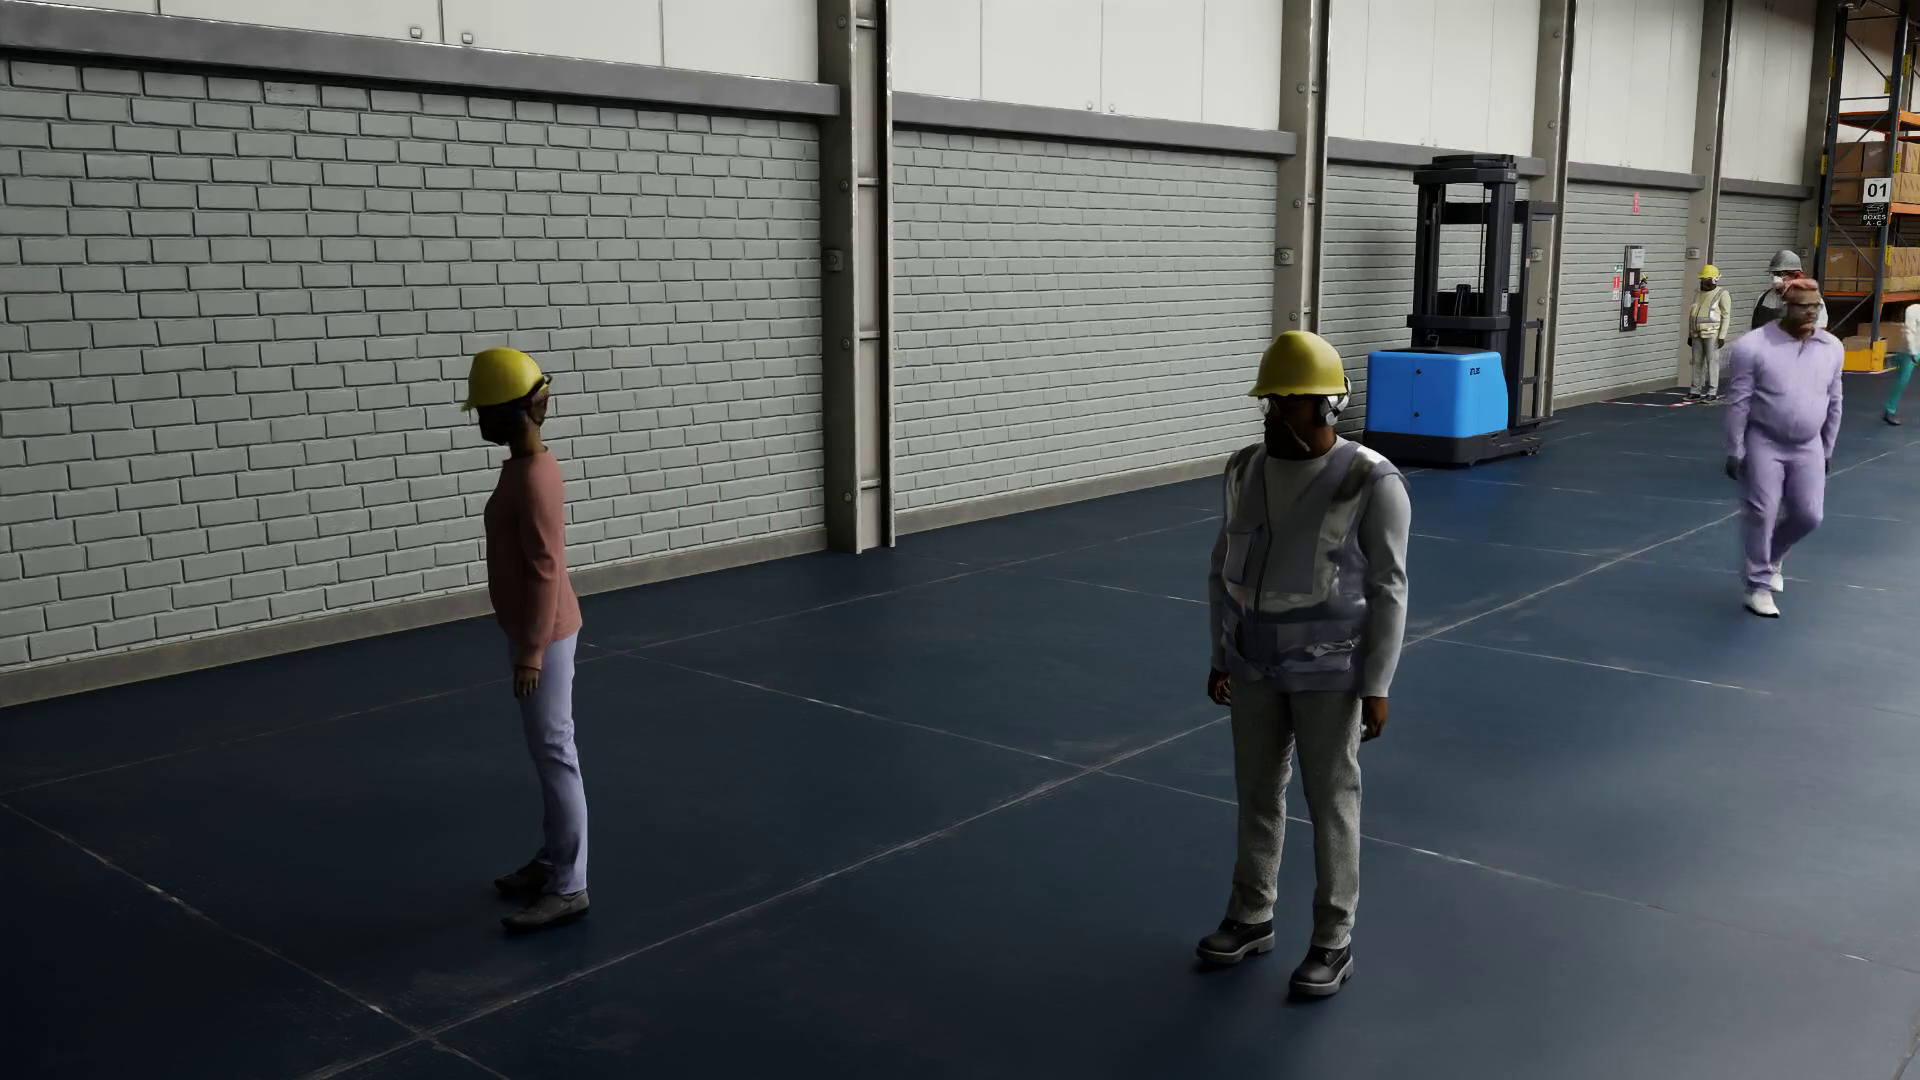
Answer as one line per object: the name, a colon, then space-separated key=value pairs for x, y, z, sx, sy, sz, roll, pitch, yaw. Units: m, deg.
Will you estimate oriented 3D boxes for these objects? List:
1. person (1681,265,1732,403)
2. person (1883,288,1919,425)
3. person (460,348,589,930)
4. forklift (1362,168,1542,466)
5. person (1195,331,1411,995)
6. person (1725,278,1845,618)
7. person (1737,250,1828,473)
person: x=9.961 y=-2.750 z=22.212 sx=0.404 sy=1.829 sz=0.600 roll=-4 pitch=11 yaw=-24
person: x=11.065 y=-2.162 z=19.187 sx=0.529 sy=1.727 sz=0.895 roll=-1 pitch=10 yaw=-6
person: x=-1.323 y=0.296 z=5.082 sx=0.328 sy=1.760 sz=0.523 roll=-3 pitch=10 yaw=-16
forklift: x=4.875 y=-2.212 z=16.287 sx=1.129 sy=2.768 sz=1.873 roll=8 pitch=13 yaw=40
person: x=0.929 y=0.338 z=4.629 sx=0.600 sy=1.830 sz=0.404 roll=10 pitch=14 yaw=44
person: x=4.641 y=-0.534 z=9.444 sx=0.658 sy=1.894 sz=0.542 roll=0 pitch=10 yaw=0
person: x=7.355 y=-1.564 z=14.989 sx=0.537 sy=2.000 sz=0.688 roll=-5 pitch=11 yaw=-27
